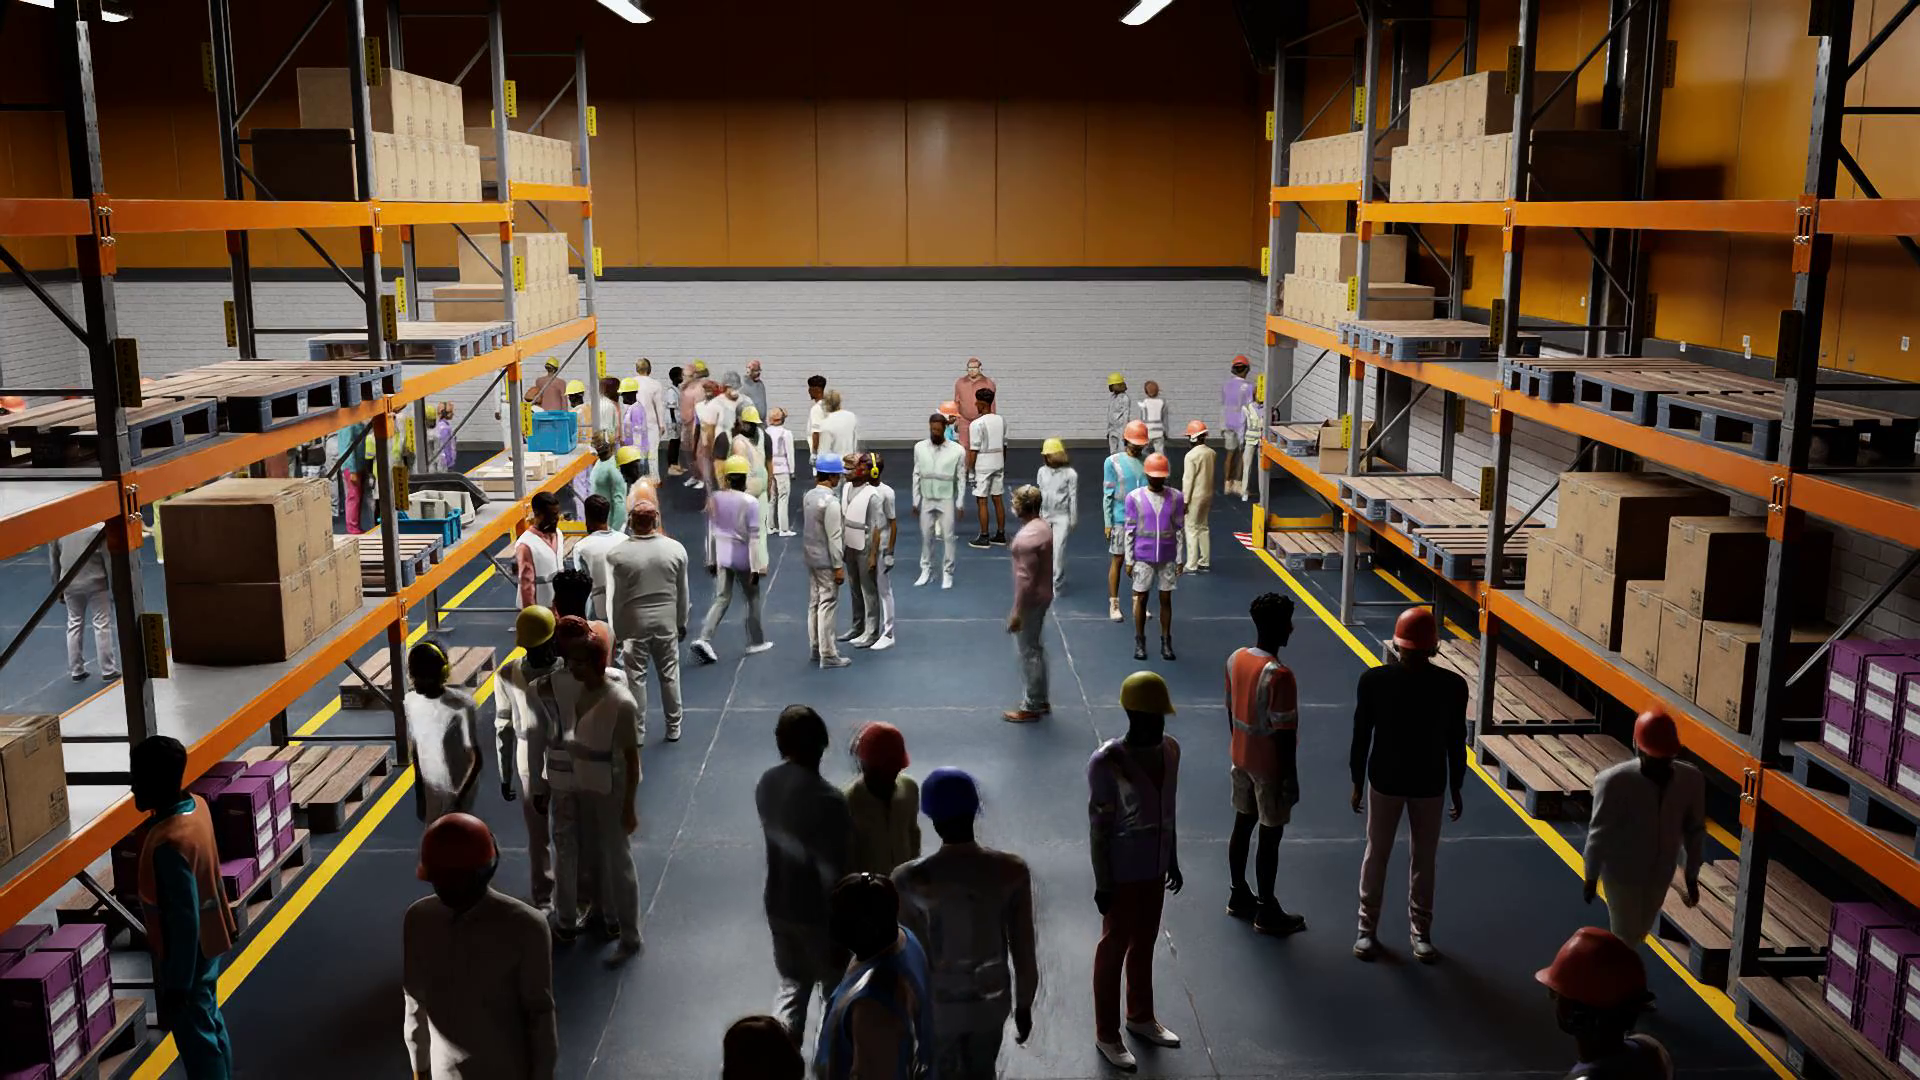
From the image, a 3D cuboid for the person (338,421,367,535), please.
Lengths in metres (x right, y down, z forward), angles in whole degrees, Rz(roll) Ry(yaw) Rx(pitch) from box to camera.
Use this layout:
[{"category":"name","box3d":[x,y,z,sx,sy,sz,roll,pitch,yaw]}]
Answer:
[{"category":"person","box3d":[-7.382,-0.906,20.331,0.396,1.989,0.619,-2,11,-11]}]

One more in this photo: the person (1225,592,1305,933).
[{"category":"person","box3d":[1.745,1.258,9.508,0.367,1.966,0.604,-5,12,-24]}]

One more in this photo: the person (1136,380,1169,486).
[{"category":"person","box3d":[2.826,-1.517,24.278,0.519,1.611,0.697,-2,12,-12]}]

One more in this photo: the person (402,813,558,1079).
[{"category":"person","box3d":[-1.760,1.935,6.079,0.616,1.986,0.407,3,12,15]}]

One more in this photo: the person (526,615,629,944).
[{"category":"person","box3d":[-2.122,1.340,9.324,0.576,1.880,0.357,-4,12,-20]}]

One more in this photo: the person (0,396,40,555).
[{"category":"person","box3d":[-11.180,-0.790,19.709,0.489,1.996,0.822,-1,11,-5]}]

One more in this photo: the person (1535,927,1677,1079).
[{"category":"person","box3d":[1.846,2.130,4.945,0.609,2.044,0.395,-11,16,-43]}]

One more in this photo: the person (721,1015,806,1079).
[{"category":"person","box3d":[-0.595,2.272,5.289,0.290,1.628,0.502,1,11,4]}]

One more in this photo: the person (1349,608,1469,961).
[{"category":"person","box3d":[2.445,1.330,9.081,0.619,1.990,0.395,2,11,9]}]

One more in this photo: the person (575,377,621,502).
[{"category":"person","box3d":[-4.766,-1.225,22.158,0.695,1.887,0.607,-5,12,-23]}]

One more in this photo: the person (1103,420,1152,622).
[{"category":"person","box3d":[1.730,-0.193,16.621,0.605,2.034,0.389,-3,12,-16]}]

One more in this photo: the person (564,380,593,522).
[{"category":"person","box3d":[-4.908,-1.106,21.512,0.398,1.912,0.592,2,12,12]}]

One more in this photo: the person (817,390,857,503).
[{"category":"person","box3d":[-1.479,-0.893,20.443,0.598,1.911,0.719,9,14,37]}]

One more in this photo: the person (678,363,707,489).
[{"category":"person","box3d":[-3.902,-1.669,24.435,0.493,1.868,0.674,-8,14,-36]}]

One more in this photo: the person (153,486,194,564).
[{"category":"person","box3d":[-9.200,-0.673,19.320,0.586,1.920,0.397,-3,12,-15]}]

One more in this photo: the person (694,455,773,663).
[{"category":"person","box3d":[-2.101,0.172,15.176,0.584,1.883,0.913,6,13,29]}]

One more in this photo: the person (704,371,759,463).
[{"category":"person","box3d":[-2.967,-1.284,22.070,0.690,2.000,1.055,-9,15,-39]}]

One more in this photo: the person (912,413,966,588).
[{"category":"person","box3d":[-0.233,-0.438,18.137,0.595,1.917,0.375,4,12,18]}]

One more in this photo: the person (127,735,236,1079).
[{"category":"person","box3d":[-3.310,1.757,7.129,0.376,1.917,0.600,-4,12,-18]}]

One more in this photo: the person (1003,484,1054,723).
[{"category":"person","box3d":[0.574,0.510,13.335,0.351,1.933,0.679,3,12,14]}]

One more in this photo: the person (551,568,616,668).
[{"category":"person","box3d":[-2.305,1.136,10.118,0.361,1.964,0.616,3,12,15]}]

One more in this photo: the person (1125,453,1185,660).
[{"category":"person","box3d":[1.775,0.152,15.176,0.548,1.925,0.392,-1,11,-4]}]

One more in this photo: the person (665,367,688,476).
[{"category":"person","box3d":[-4.400,-1.844,25.762,0.319,1.691,0.536,1,11,5]}]

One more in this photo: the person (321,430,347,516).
[{"category":"person","box3d":[-8.422,-1.191,22.371,0.321,1.738,0.484,8,14,34]}]

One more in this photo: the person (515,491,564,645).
[{"category":"person","box3d":[-3.309,0.550,13.216,0.405,1.909,0.597,3,12,14]}]

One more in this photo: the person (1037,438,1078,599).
[{"category":"person","box3d":[1.050,-0.267,17.801,0.491,1.714,0.732,8,14,33]}]

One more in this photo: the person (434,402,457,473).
[{"category":"person","box3d":[-6.678,-0.980,21.585,0.313,1.629,0.525,-5,12,-24]}]

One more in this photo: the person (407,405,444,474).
[{"category":"person","box3d":[-6.683,-0.827,20.646,0.549,1.703,0.769,4,12,20]}]

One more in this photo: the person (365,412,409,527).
[{"category":"person","box3d":[-7.006,-0.781,20.403,0.537,1.698,0.320,-8,14,-36]}]

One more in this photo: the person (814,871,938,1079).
[{"category":"person","box3d":[-0.296,2.048,5.904,0.431,1.835,0.623,1,11,4]}]

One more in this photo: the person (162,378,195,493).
[{"category":"person","box3d":[-10.380,-1.229,22.084,0.543,1.929,0.385,7,13,32]}]

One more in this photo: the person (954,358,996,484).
[{"category":"person","box3d":[0.204,-1.752,24.752,0.638,1.910,0.407,2,12,12]}]
